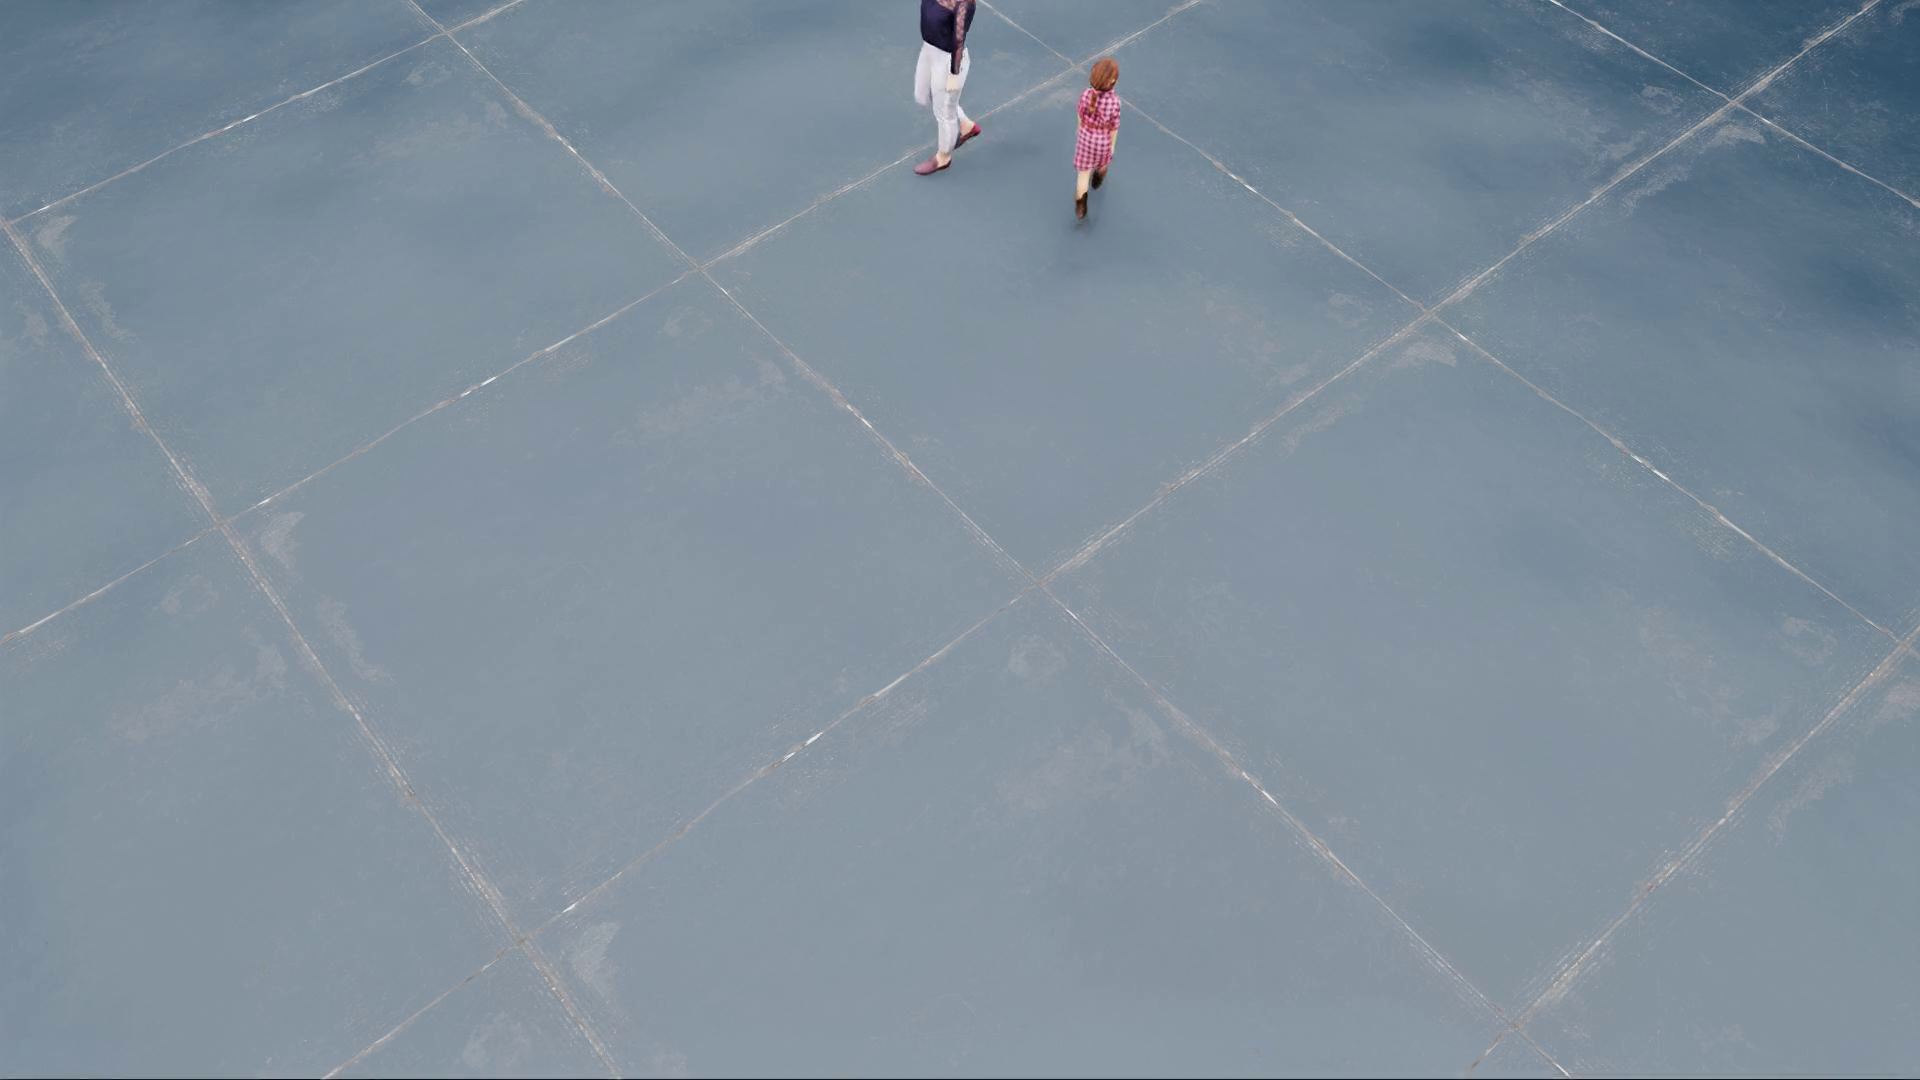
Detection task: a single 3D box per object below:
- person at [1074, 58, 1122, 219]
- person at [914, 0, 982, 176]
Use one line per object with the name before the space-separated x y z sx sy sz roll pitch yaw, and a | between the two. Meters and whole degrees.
person | 0.777 -2.343 9.718 0.690 1.011 0.798 9 53 7
person | -0.036 -2.816 9.711 0.782 1.600 0.723 -15 54 -12
